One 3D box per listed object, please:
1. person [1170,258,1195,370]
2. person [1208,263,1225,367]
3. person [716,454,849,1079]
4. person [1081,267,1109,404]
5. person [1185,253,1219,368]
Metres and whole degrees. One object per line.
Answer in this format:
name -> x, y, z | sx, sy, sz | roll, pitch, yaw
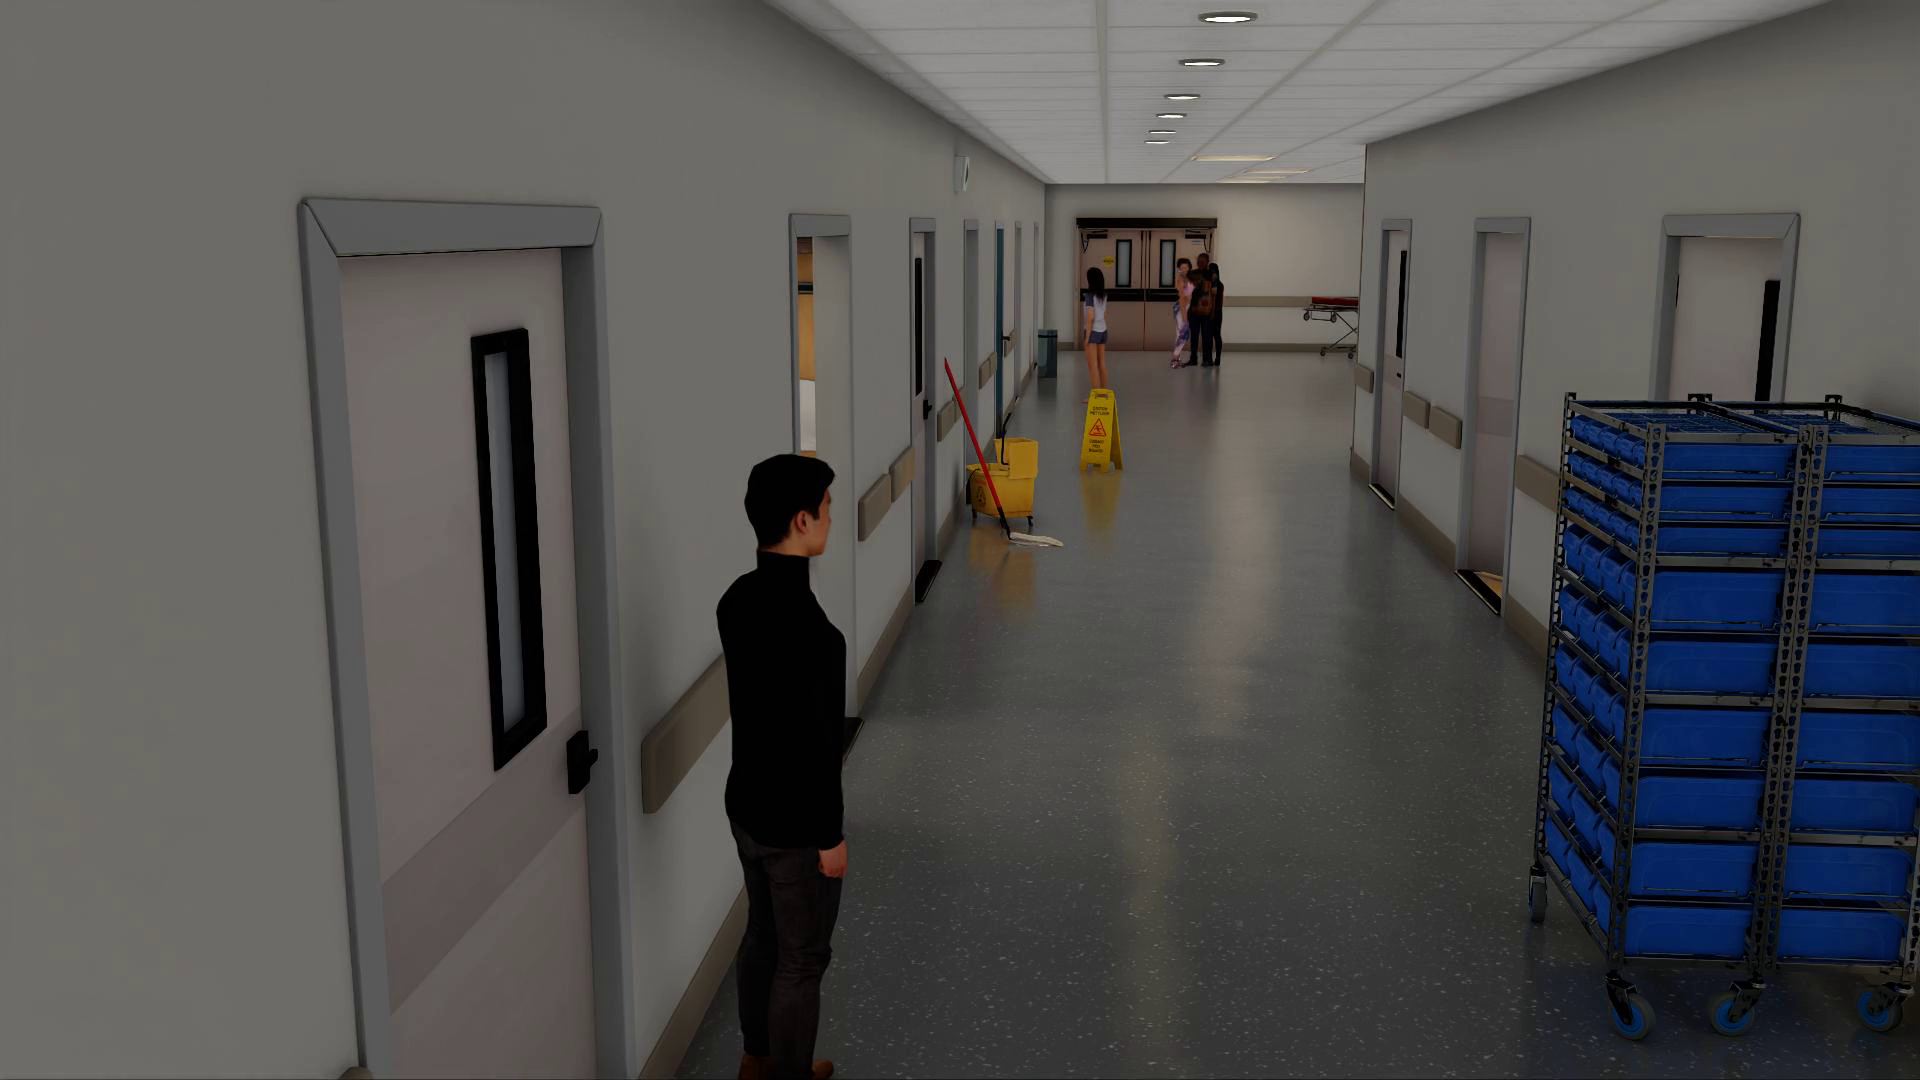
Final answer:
person -> 3.542, -3.590, 26.384 | 0.707, 1.748, 0.520 | -1, 11, -3
person -> 4.105, -3.654, 26.965 | 0.661, 1.657, 0.678 | -5, 12, -27
person -> -0.436, 0.642, 4.150 | 0.782, 1.723, 0.670 | -6, 12, -28
person -> 1.746, -2.635, 21.392 | 0.724, 1.732, 0.619 | 8, 13, 36
person -> 3.861, -3.687, 26.622 | 0.796, 1.808, 0.797 | 6, 12, 27
